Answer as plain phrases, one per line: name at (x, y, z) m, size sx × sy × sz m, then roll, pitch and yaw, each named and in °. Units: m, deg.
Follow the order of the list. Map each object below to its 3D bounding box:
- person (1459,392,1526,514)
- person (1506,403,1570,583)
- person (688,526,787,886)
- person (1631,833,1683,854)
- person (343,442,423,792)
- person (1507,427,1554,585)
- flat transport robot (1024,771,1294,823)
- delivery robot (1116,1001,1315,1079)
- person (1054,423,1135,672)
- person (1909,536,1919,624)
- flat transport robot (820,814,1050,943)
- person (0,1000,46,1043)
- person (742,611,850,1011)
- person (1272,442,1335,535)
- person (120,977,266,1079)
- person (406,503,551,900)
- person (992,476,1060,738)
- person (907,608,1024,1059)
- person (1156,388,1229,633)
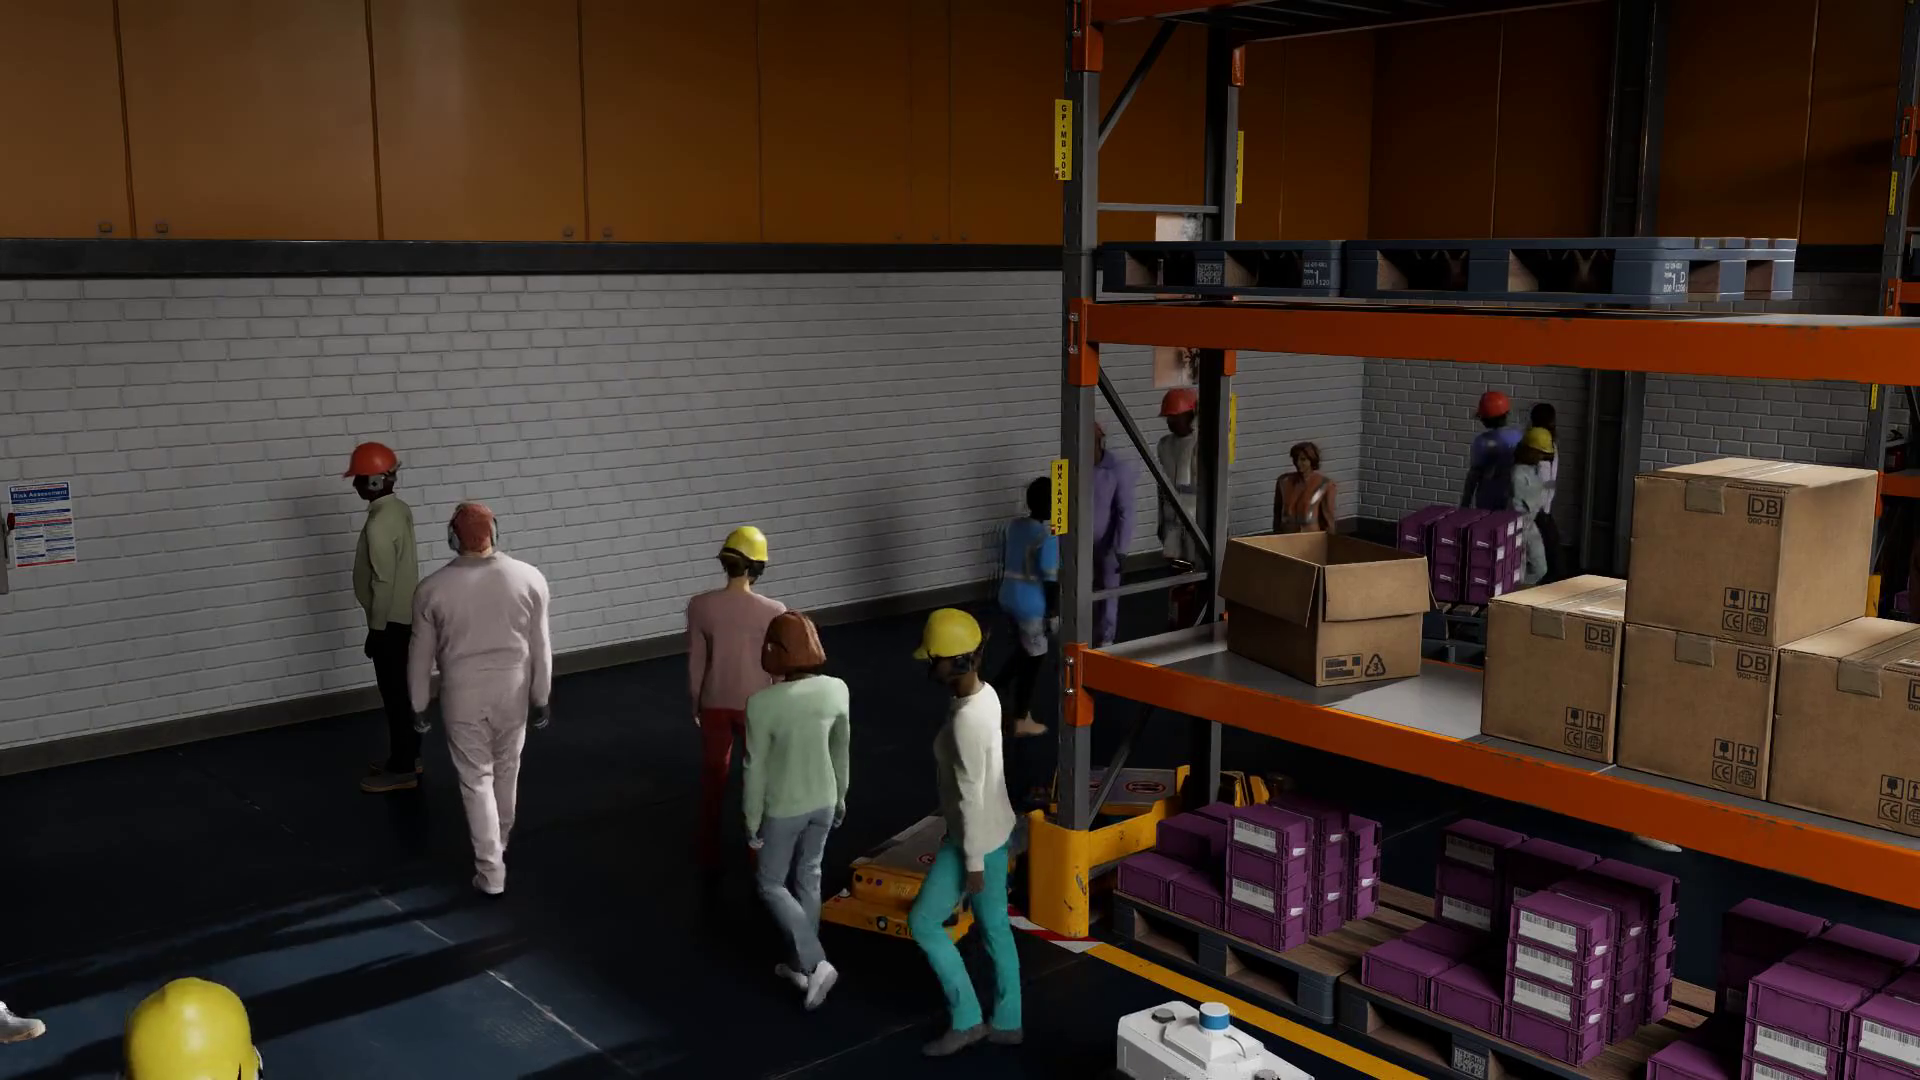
person at (4.553, -0.333, 14.287) m, size 0.623 × 1.883 × 0.704 m, roll -4°, pitch 10°, yaw -22°
person at (4.704, -0.199, 13.627) m, size 0.585 × 1.854 × 1.010 m, roll -9°, pitch 13°, yaw -42°
person at (-1.054, 0.804, 8.030) m, size 0.544 × 1.752 × 0.362 m, roll 3°, pitch 10°, yaw 15°
person at (3.723, 0.809, 8.388) m, size 0.590 × 1.620 × 0.527 m, roll 8°, pitch 12°, yaw 39°
person at (-3.274, 0.430, 9.499) m, size 0.379 × 1.994 × 0.611 m, roll -1°, pitch 10°, yaw -8°
person at (4.506, -0.063, 13.228) m, size 0.439 × 1.699 × 0.539 m, roll 9°, pitch 13°, yaw 41°
flat transport robot at (1.067, 1.404, 8.833) m, size 1.431 × 0.197 × 0.652 m, roll 1°, pitch 10°, yaw 6°
delivery robot at (0.841, 1.781, 5.523) m, size 0.477 × 0.478 × 0.707 m, roll -6°, pitch 11°, yaw -32°
person at (0.963, 0.049, 12.165) m, size 0.651 × 1.838 × 1.039 m, roll 3°, pitch 10°, yaw 17°
person at (5.322, 0.596, 8.770) m, size 0.409 × 1.913 × 0.642 m, roll -4°, pitch 10°, yaw -20°
flat transport robot at (-0.014, 1.551, 7.975) m, size 0.652 × 0.197 × 1.431 m, roll 5°, pitch 11°, yaw 27°
person at (-4.137, 1.048, 6.391) m, size 1.022 × 1.841 × 0.594 m, roll 0°, pitch 10°, yaw -1°
person at (-0.632, 1.095, 6.710) m, size 0.510 × 1.621 × 0.559 m, roll -8°, pitch 13°, yaw -39°
person at (2.594, 0.063, 12.697) m, size 0.538 × 1.623 × 0.433 m, roll 7°, pitch 12°, yaw 37°
person at (-1.295, 1.652, 2.930) m, size 0.619 × 1.789 × 0.897 m, roll -6°, pitch 11°, yaw -30°
person at (-2.345, 0.738, 8.084) m, size 0.655 × 1.855 × 0.897 m, roll -6°, pitch 11°, yaw -30°
person at (0.420, 0.433, 10.405) m, size 0.456 × 1.668 × 0.570 m, roll -5°, pitch 11°, yaw -28°
person at (0.016, 1.107, 6.253) m, size 0.497 × 1.744 × 0.541 m, roll 2°, pitch 10°, yaw 13°
person at (1.840, -0.190, 13.076) m, size 0.704 × 2.014 × 0.648 m, roll -9°, pitch 13°, yaw -41°
